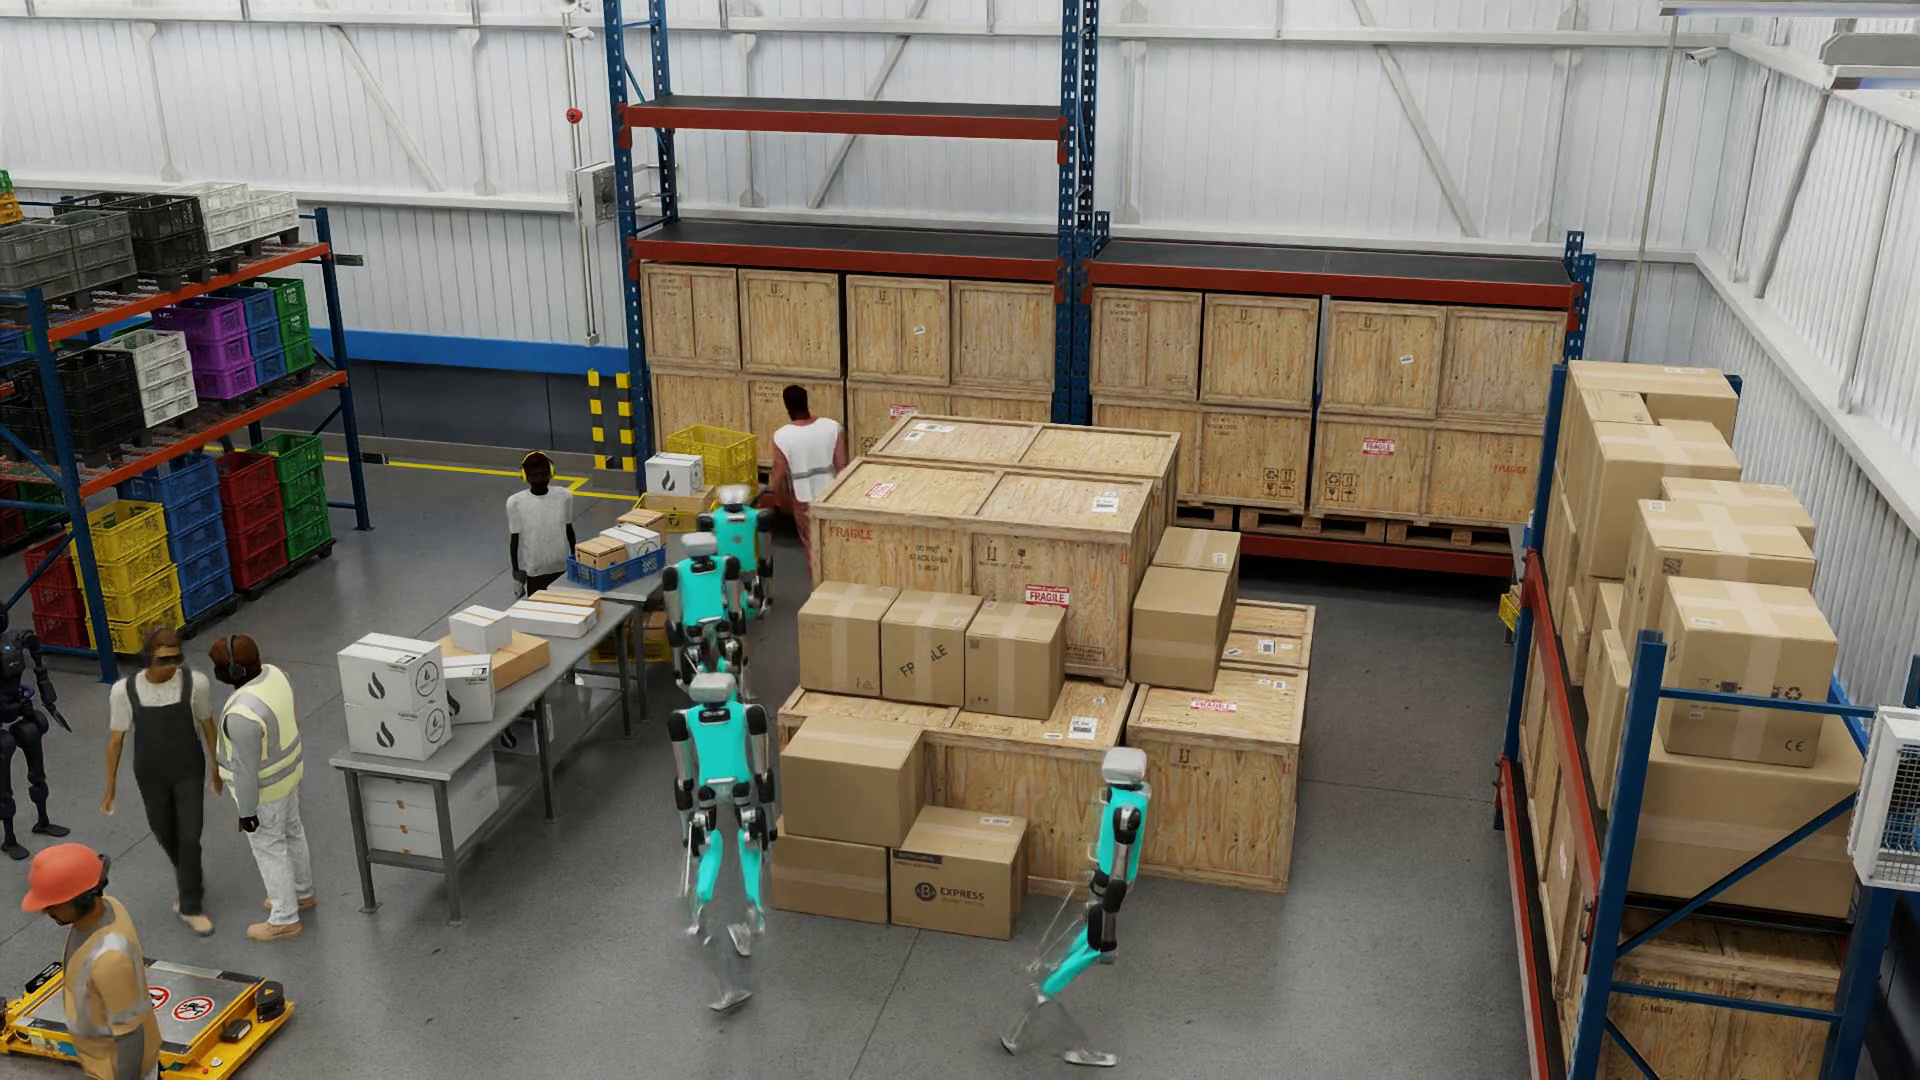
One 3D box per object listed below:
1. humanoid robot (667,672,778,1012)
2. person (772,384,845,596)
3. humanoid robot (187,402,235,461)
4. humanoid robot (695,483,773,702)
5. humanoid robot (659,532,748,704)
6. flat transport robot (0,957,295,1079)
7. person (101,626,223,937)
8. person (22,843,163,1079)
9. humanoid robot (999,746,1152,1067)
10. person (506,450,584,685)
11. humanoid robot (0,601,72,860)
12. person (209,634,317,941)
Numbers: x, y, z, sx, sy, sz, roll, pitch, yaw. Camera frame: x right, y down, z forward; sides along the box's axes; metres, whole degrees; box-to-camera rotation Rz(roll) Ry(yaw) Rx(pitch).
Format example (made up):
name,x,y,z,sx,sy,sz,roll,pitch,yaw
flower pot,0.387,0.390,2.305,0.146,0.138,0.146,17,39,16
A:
name,x,y,z,sx,sy,sz,roll,pitch,yaw
humanoid robot,-1.248,1.649,8.701,0.576,1.722,0.964,-1,21,-2
person,-1.276,-0.382,13.782,0.621,1.884,0.629,-12,24,-28
humanoid robot,-7.394,-1.244,16.383,0.784,1.618,0.589,7,22,18
humanoid robot,-1.633,0.425,12.028,0.539,1.894,0.722,-5,22,-14
humanoid robot,-1.555,0.870,10.740,0.538,1.756,0.828,-10,23,-24
flat transport robot,-4.270,2.464,8.601,1.431,0.231,0.659,5,22,13
person,-4.479,1.342,9.355,0.624,1.815,0.576,-7,22,-18
person,-3.539,2.152,6.942,0.383,2.039,0.604,-13,25,-31
humanoid robot,0.501,1.873,8.210,0.832,1.861,0.545,2,21,5
person,-3.023,0.235,12.190,0.531,1.869,0.313,-12,24,-28
humanoid robot,-5.766,1.113,10.140,0.315,1.657,0.599,10,23,24
person,-3.892,1.369,9.283,0.429,1.834,0.630,-1,21,-2
